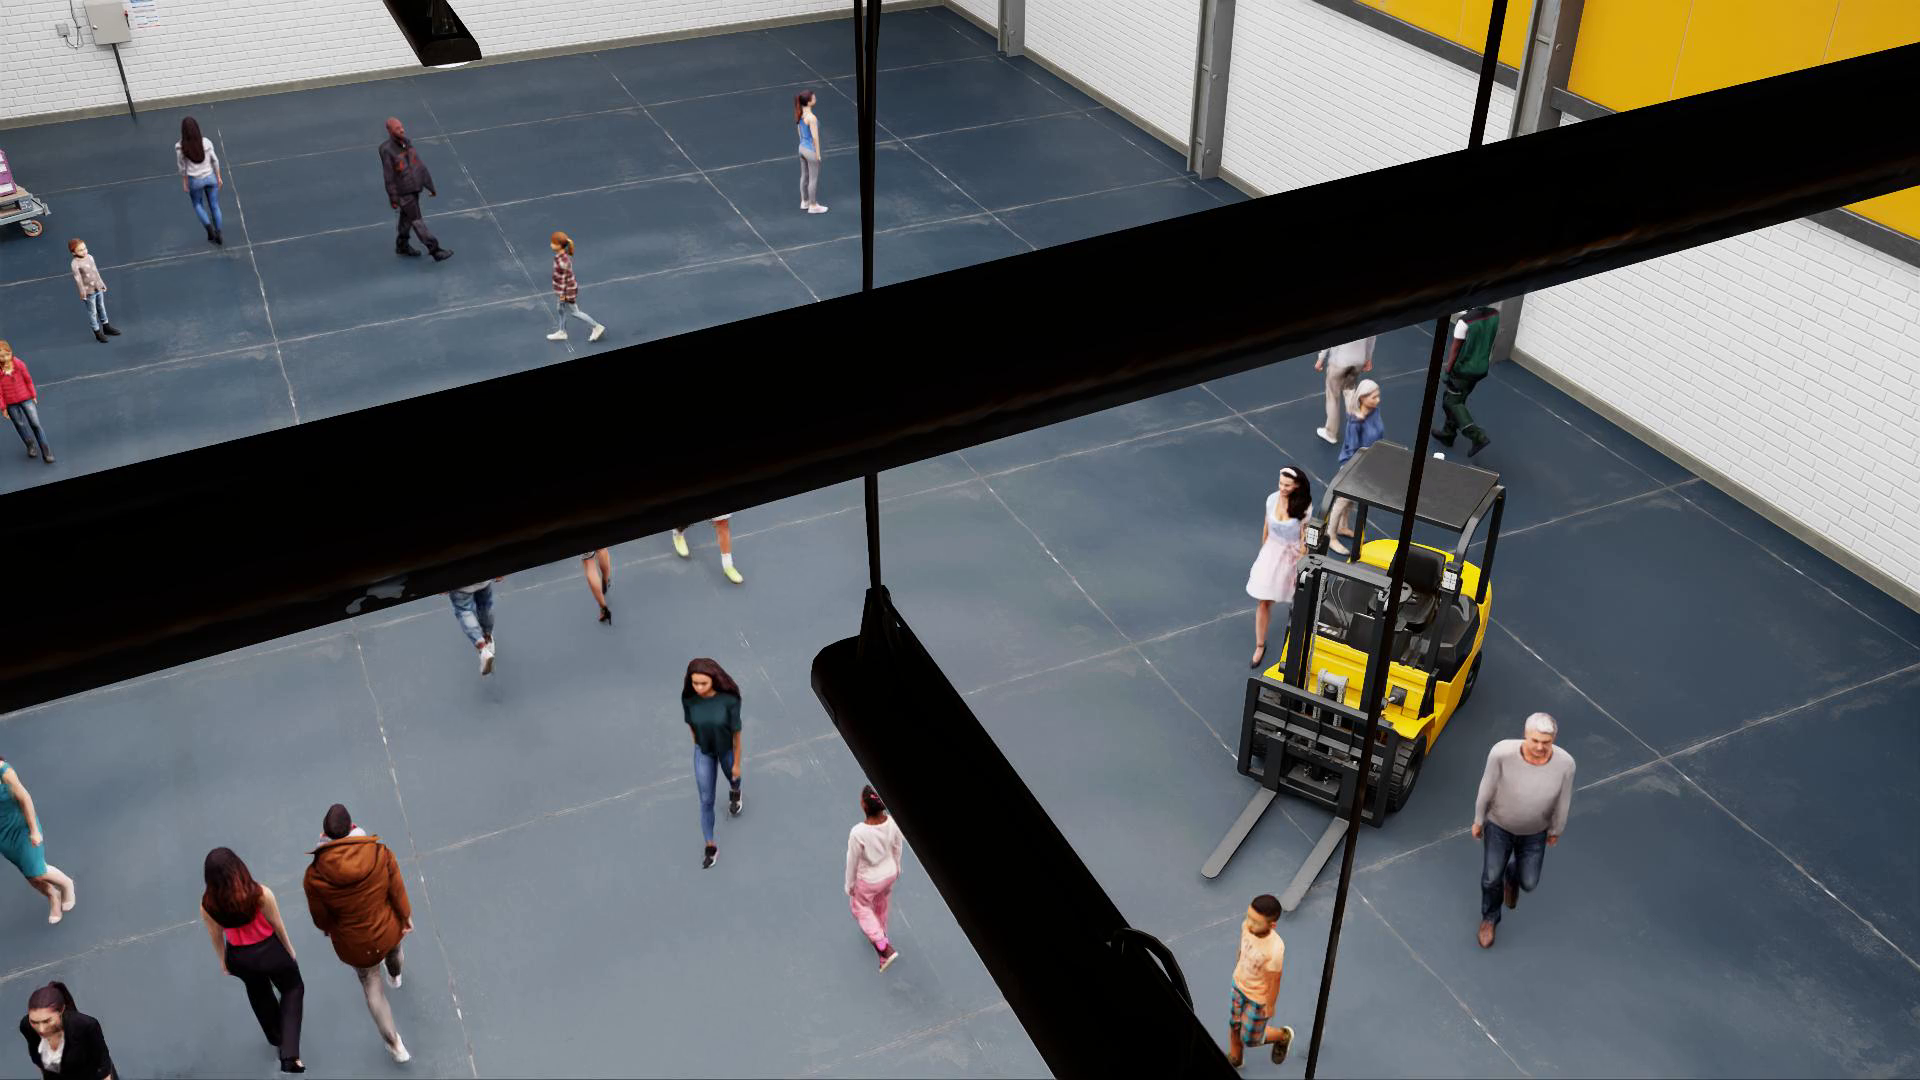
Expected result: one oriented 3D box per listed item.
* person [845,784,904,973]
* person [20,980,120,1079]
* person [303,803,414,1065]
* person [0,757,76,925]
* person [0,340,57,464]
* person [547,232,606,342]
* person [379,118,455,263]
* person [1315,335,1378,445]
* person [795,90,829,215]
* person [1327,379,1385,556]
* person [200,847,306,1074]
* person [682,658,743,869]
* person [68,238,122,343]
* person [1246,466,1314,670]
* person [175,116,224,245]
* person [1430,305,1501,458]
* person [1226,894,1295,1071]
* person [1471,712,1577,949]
[{"bbox_3d":[-0.516,2.204,10.822,0.625,1.443,0.798,-22,40,-30],"label":"person"},{"bbox_3d":[-4.927,3.016,9.426,0.750,1.636,0.803,1,34,1],"label":"person"},{"bbox_3d":[-3.600,2.439,10.160,0.765,1.784,1.156,-18,38,-25],"label":"person"},{"bbox_3d":[-6.278,1.884,11.090,0.686,1.680,0.717,-3,34,-4],"label":"person"},{"bbox_3d":[-9.290,-1.387,16.359,0.590,1.294,0.815,-21,39,-28],"label":"person"},{"bbox_3d":[-4.303,-2.804,18.489,0.759,1.296,0.881,-5,34,-7],"label":"person"},{"bbox_3d":[-6.817,-4.268,20.242,1.242,1.794,1.184,11,35,16],"label":"person"},{"bbox_3d":[3.856,-1.749,16.407,0.710,1.842,0.695,-12,36,-18],"label":"person"},{"bbox_3d":[-1.951,-5.047,21.581,0.651,1.608,0.500,-21,39,-28],"label":"person"},{"bbox_3d":[3.552,-0.687,14.943,0.718,1.697,0.706,22,40,30],"label":"person"},{"bbox_3d":[-4.254,2.577,10.086,0.754,1.636,0.938,-2,34,-3],"label":"person"},{"bbox_3d":[-1.700,1.448,11.847,0.916,1.567,1.182,1,34,2],"label":"person"},{"bbox_3d":[-9.723,-2.819,18.604,0.618,1.194,0.556,11,35,16],"label":"person"},{"bbox_3d":[2.690,0.158,13.592,1.189,1.783,1.143,17,37,24],"label":"person"},{"bbox_3d":[-9.376,-4.420,20.627,0.673,1.621,0.644,-21,39,-28],"label":"person"},{"bbox_3d":[5.019,-1.631,16.253,0.788,1.818,1.040,-20,39,-27],"label":"person"},{"bbox_3d":[1.835,2.695,10.073,0.636,1.454,0.712,-19,38,-26],"label":"person"},{"bbox_3d":[3.676,1.827,10.982,0.986,1.893,1.049,10,35,15],"label":"person"}]
